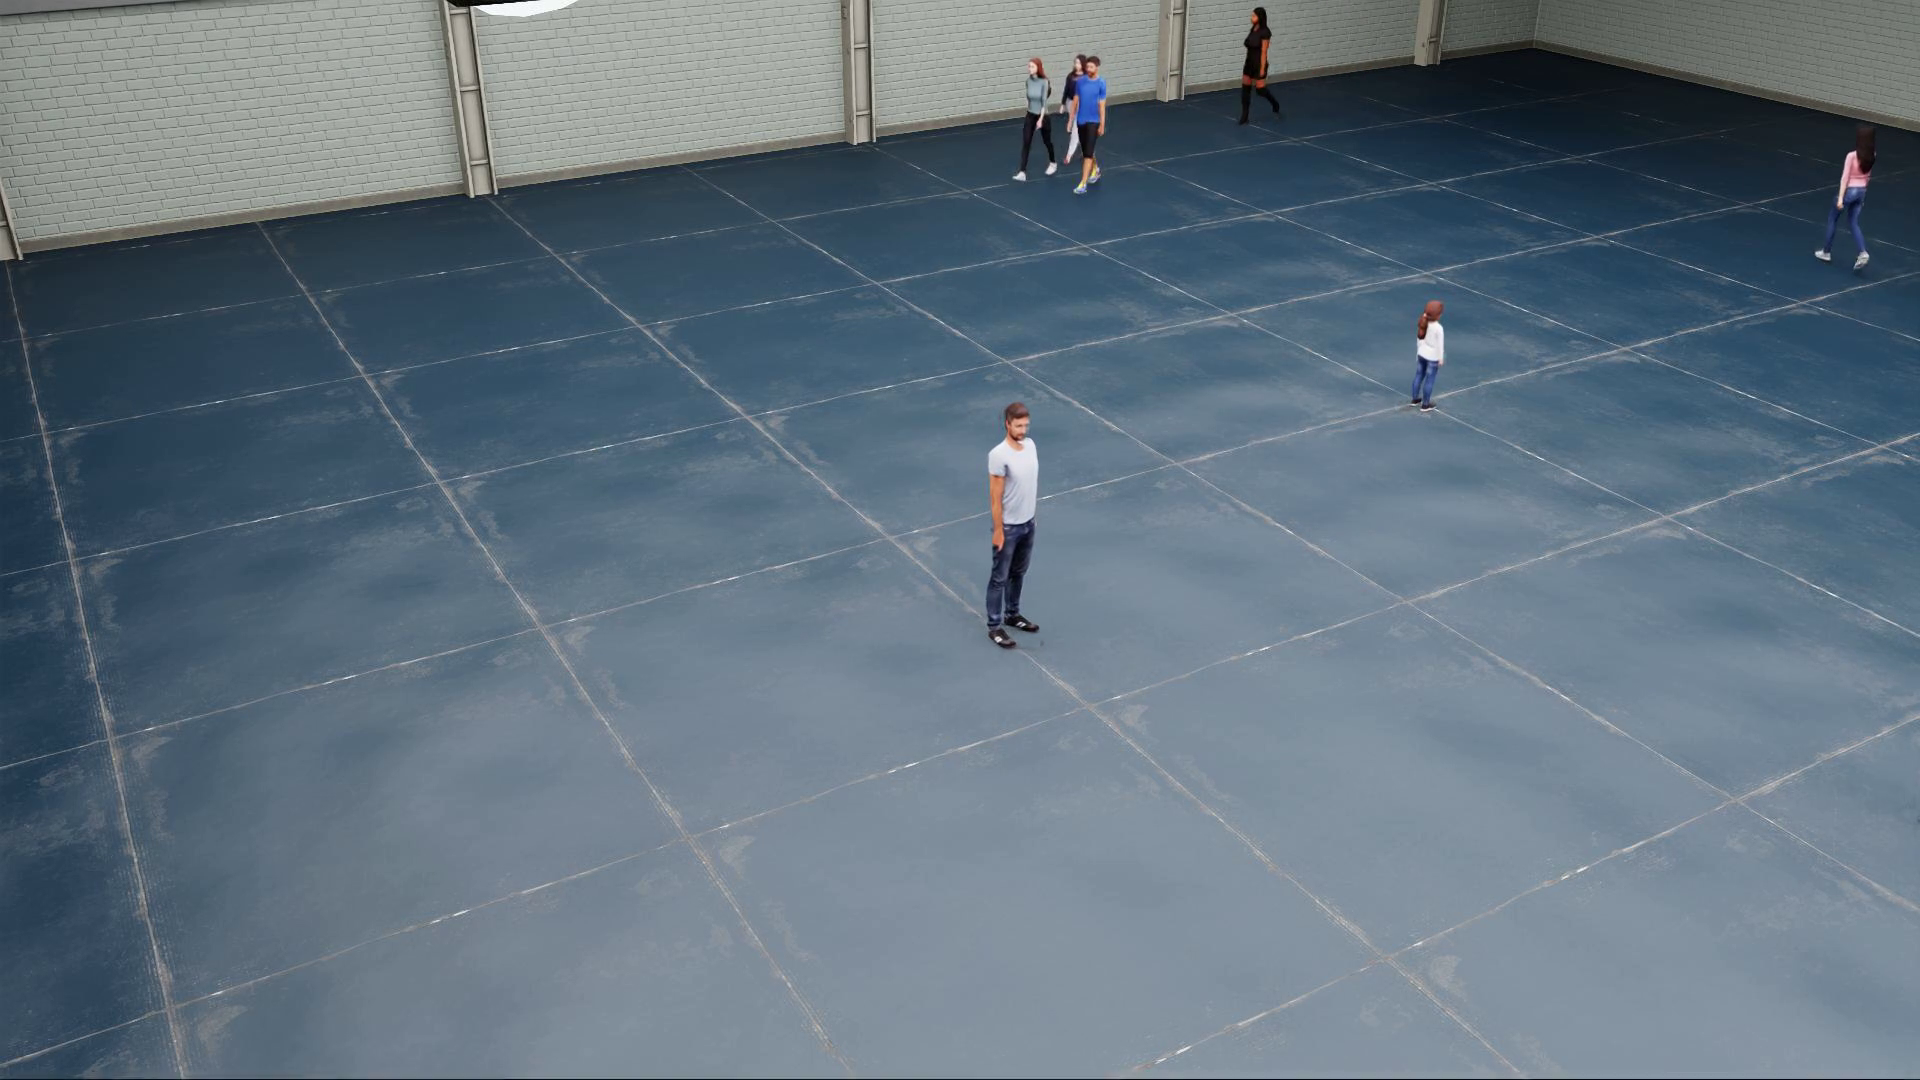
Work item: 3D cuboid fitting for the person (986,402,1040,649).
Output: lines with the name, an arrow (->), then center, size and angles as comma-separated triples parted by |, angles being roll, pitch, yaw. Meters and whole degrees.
person -> 0.375, -0.135, 12.184 | 0.756, 1.865, 0.607 | 21, 34, 35

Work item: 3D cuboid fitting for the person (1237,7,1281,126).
person -> 4.819, -7.574, 26.666 | 1.007, 1.833, 0.682 | -12, 30, -22

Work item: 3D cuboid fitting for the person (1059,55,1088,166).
person -> 1.775, -6.354, 24.592 | 0.907, 1.562, 1.189 | 19, 33, 32

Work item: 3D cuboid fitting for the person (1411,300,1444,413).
person -> 4.585, -1.816, 16.271 | 0.484, 1.112, 0.446 | -16, 31, -28

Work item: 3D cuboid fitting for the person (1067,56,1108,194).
person -> 1.840, -5.841, 23.307 | 0.997, 1.826, 1.279 | 16, 31, 28

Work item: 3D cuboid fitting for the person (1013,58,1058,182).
person -> 1.172, -5.987, 23.735 | 0.904, 1.696, 1.238 | 19, 33, 32

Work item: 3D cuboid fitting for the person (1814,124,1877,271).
person -> 10.825, -4.121, 20.088 | 1.080, 1.715, 0.853 | -5, 28, -10
